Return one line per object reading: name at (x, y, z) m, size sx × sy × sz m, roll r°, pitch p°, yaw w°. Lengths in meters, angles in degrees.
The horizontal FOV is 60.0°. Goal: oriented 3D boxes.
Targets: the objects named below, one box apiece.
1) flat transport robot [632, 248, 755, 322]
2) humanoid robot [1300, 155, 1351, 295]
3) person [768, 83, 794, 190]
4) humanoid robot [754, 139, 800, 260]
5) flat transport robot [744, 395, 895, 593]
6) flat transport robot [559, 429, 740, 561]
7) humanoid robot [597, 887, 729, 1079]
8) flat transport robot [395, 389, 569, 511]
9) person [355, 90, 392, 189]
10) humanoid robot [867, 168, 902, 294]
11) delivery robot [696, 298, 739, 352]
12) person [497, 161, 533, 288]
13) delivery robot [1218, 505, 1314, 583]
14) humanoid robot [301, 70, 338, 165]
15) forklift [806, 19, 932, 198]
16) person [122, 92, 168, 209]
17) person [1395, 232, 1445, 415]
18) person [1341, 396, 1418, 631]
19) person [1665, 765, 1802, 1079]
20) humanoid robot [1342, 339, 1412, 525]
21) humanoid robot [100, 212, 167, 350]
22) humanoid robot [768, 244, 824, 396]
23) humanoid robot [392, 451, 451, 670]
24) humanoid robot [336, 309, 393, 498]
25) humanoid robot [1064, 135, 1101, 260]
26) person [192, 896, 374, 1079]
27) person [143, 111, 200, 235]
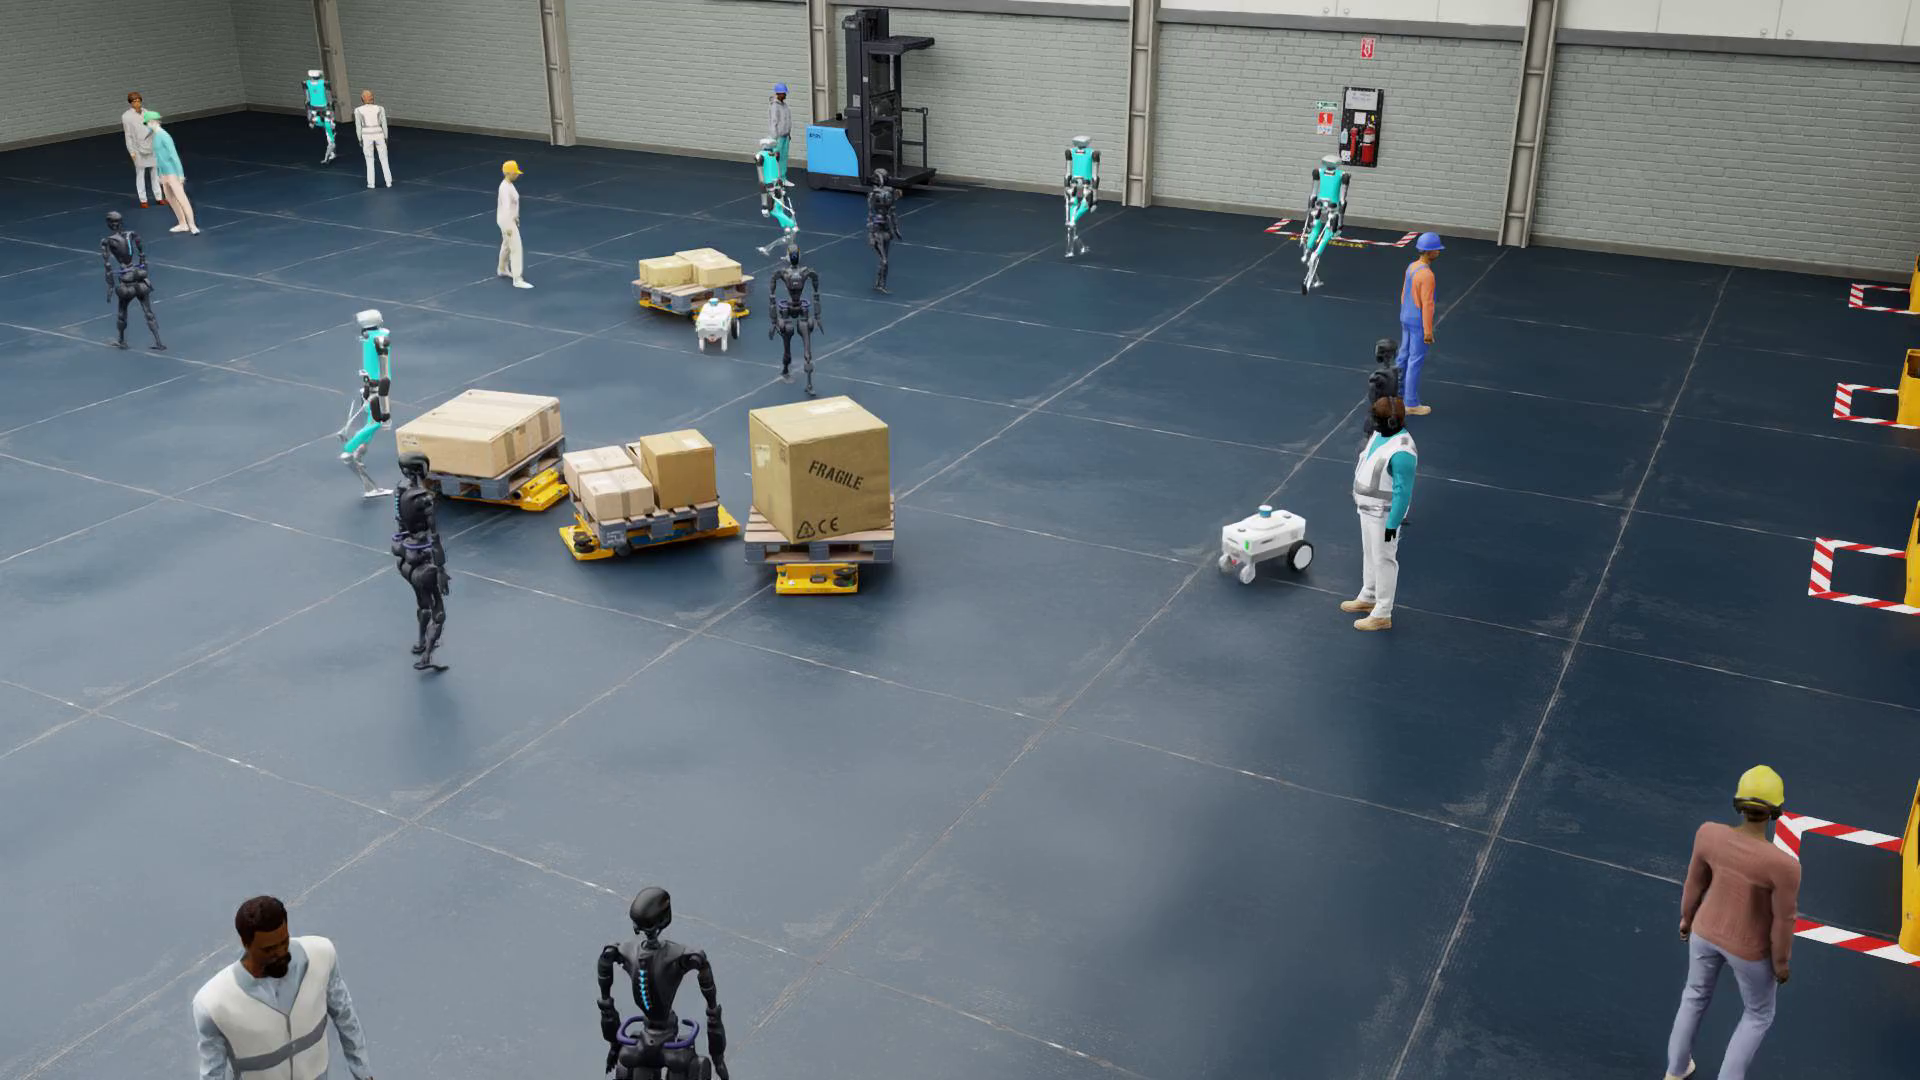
flat transport robot at (-3.391, -3.013, 21.176) m, size 1.431 × 0.231 × 0.659 m, roll 20°, pitch 30°, yaw 39°
humanoid robot at (4.701, -4.112, 21.945) m, size 0.547 × 1.828 × 0.878 m, roll 16°, pitch 28°, yaw 33°
person at (-3.043, -6.849, 28.214) m, size 0.379 × 1.769 × 0.529 m, roll 9°, pitch 25°, yaw 20°
humanoid robot at (-2.504, -4.714, 23.255) m, size 0.969 × 1.735 × 0.546 m, roll 10°, pitch 25°, yaw 23°
flat transport robot at (-1.151, 0.083, 13.971) m, size 0.659 × 0.231 × 1.431 m, roll -1°, pitch 23°, yaw -1°
flat transport robot at (-2.723, -0.144, 14.497) m, size 1.431 × 0.231 × 0.659 m, roll -11°, pitch 26°, yaw -24°
humanoid robot at (-1.277, 2.216, 7.225) m, size 0.584 × 1.639 × 0.513 m, roll 4°, pitch 23°, yaw 8°
flat transport robot at (-4.353, -0.531, 15.398) m, size 1.431 × 0.231 × 0.659 m, roll 7°, pitch 24°, yaw 15°
person at (-9.982, -6.815, 28.303) m, size 0.511 × 1.630 × 0.316 m, roll -10°, pitch 25°, yaw -22°
humanoid robot at (-1.002, -4.052, 21.819) m, size 0.472 × 1.649 × 0.589 m, roll 15°, pitch 28°, yaw 32°
delivery robot at (-2.916, -2.579, 19.796) m, size 0.499 × 0.587 × 0.788 m, roll -1°, pitch 23°, yaw -1°
person at (-6.040, -4.244, 22.300) m, size 0.484 × 1.649 × 0.737 m, roll -5°, pitch 24°, yaw -11°
delivery robot at (2.529, 0.011, 13.796) m, size 0.814 × 0.611 × 0.499 m, roll -15°, pitch 28°, yaw -31°
humanoid robot at (-11.502, -7.657, 30.159) m, size 0.550 × 1.744 × 1.044 m, roll 1°, pitch 23°, yaw 2°
forklift at (-1.573, -7.292, 27.850) m, size 1.873 × 2.768 × 1.129 m, roll 12°, pitch 26°, yaw 25°
person at (-13.157, -6.290, 26.830) m, size 0.506 × 1.831 × 0.366 m, roll -21°, pitch 31°, yaw -40°
person at (4.786, -2.265, 17.357) m, size 0.368 × 1.908 × 0.532 m, roll -5°, pitch 24°, yaw -11°
person at (3.195, -0.212, 12.666) m, size 0.429 × 1.840 × 0.635 m, roll -2°, pitch 23°, yaw -4°
person at (3.672, 1.887, 7.893) m, size 0.391 × 1.749 × 0.545 m, roll -16°, pitch 28°, yaw -32°
humanoid robot at (3.761, -0.968, 14.710) m, size 0.816 × 1.621 × 0.609 m, roll 20°, pitch 30°, yaw 39°
humanoid robot at (-9.758, -3.039, 19.486) m, size 0.717 × 1.626 × 0.588 m, roll 10°, pitch 25°, yaw 22°
humanoid robot at (-1.798, -2.422, 18.080) m, size 0.607 × 1.632 × 0.782 m, roll -7°, pitch 24°, yaw -16°
humanoid robot at (-3.953, 0.147, 12.054) m, size 0.420 × 1.641 × 0.610 m, roll -21°, pitch 31°, yaw -40°
humanoid robot at (-5.425, -1.124, 15.006) m, size 0.710 × 1.859 × 0.544 m, roll -14°, pitch 27°, yaw -30°
humanoid robot at (1.605, -4.758, 23.439) m, size 0.540 × 1.764 × 1.030 m, roll 12°, pitch 26°, yaw 26°
person at (-2.739, 2.269, 6.859) m, size 1.014 × 1.862 × 0.627 m, roll 17°, pitch 29°, yaw 35°
person at (-11.833, -5.498, 24.991) m, size 0.714 × 1.827 × 0.400 m, roll 21°, pitch 31°, yaw 40°
